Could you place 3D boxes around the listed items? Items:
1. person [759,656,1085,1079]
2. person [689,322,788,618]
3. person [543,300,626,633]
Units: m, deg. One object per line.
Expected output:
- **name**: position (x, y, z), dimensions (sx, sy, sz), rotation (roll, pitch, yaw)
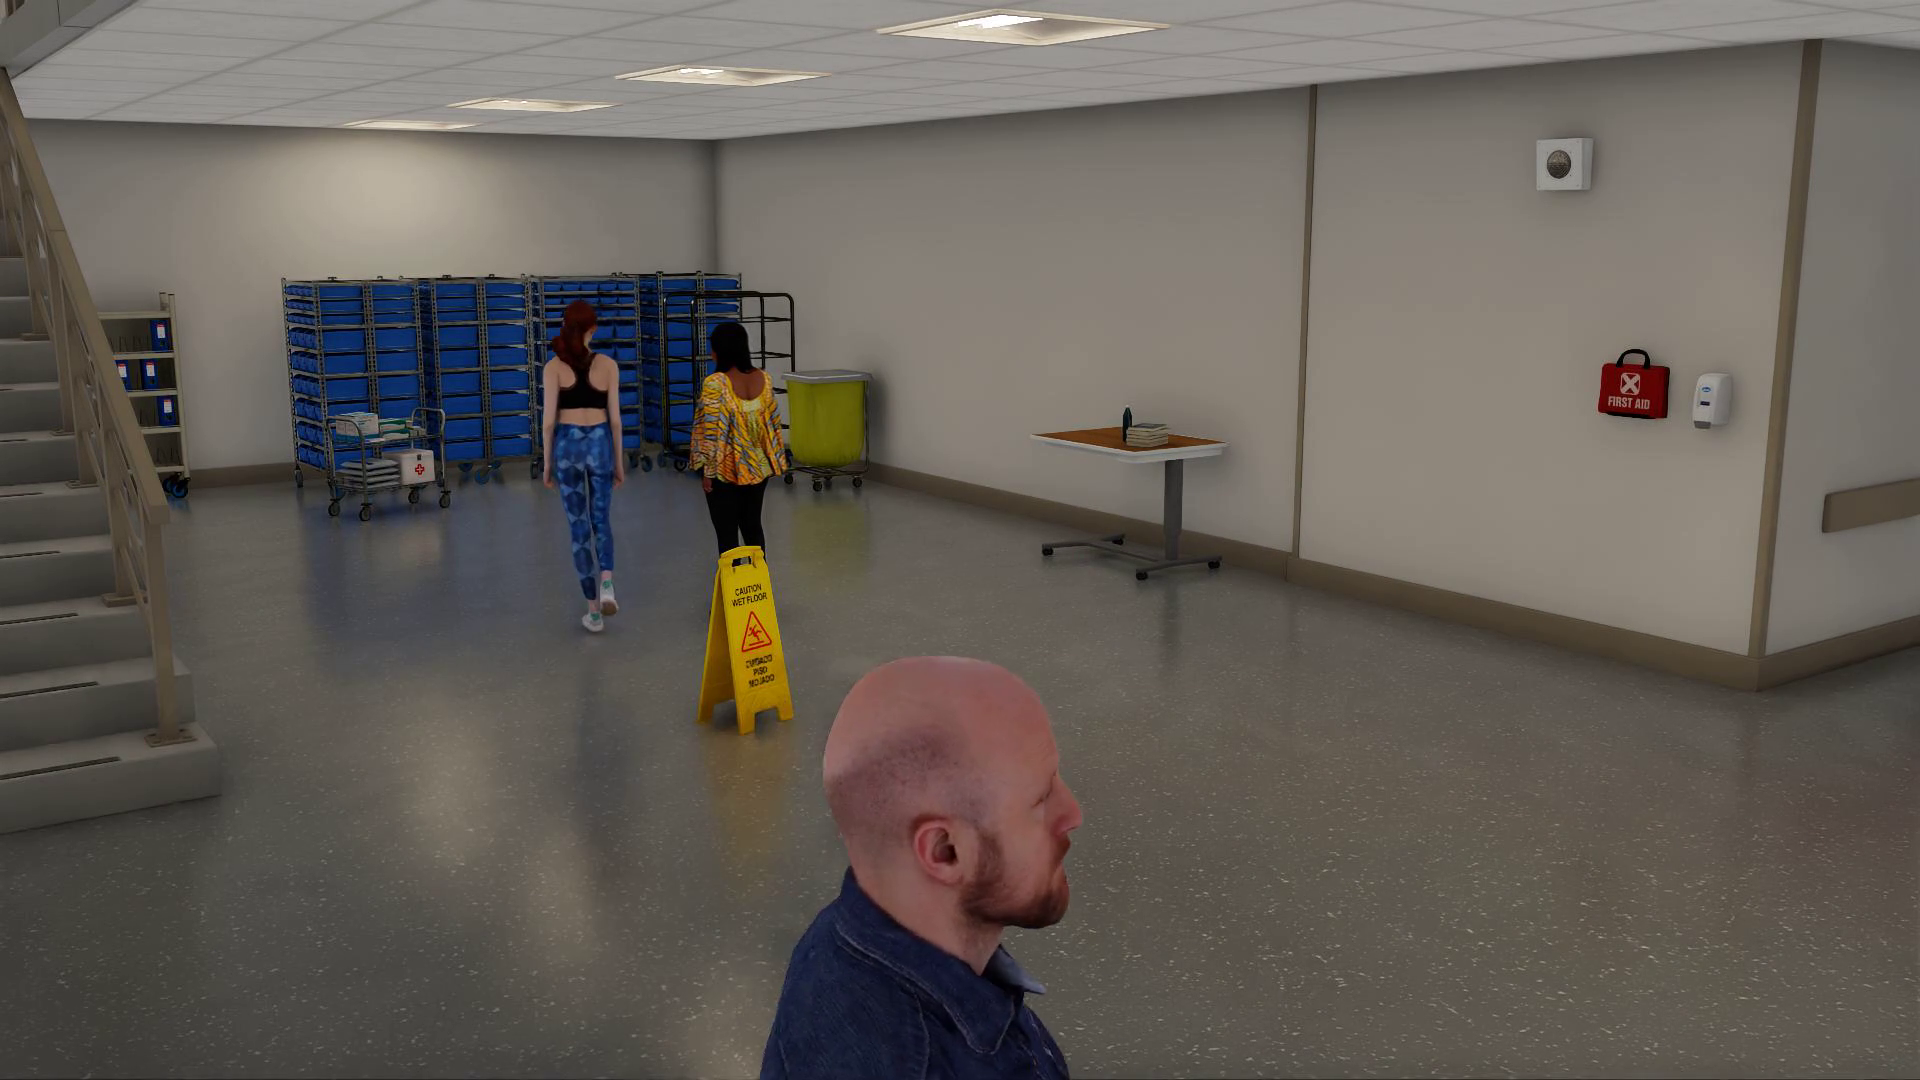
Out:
- **person**: position (-0.094, 1.000, 1.548), dimensions (0.971, 1.810, 0.903), rotation (0, 11, -1)
- **person**: position (-1.249, -0.384, 9.257), dimensions (0.865, 1.654, 0.823), rotation (8, 13, 35)
- **person**: position (-1.980, -0.363, 8.825), dimensions (0.637, 1.775, 0.730), rotation (-4, 12, -22)
